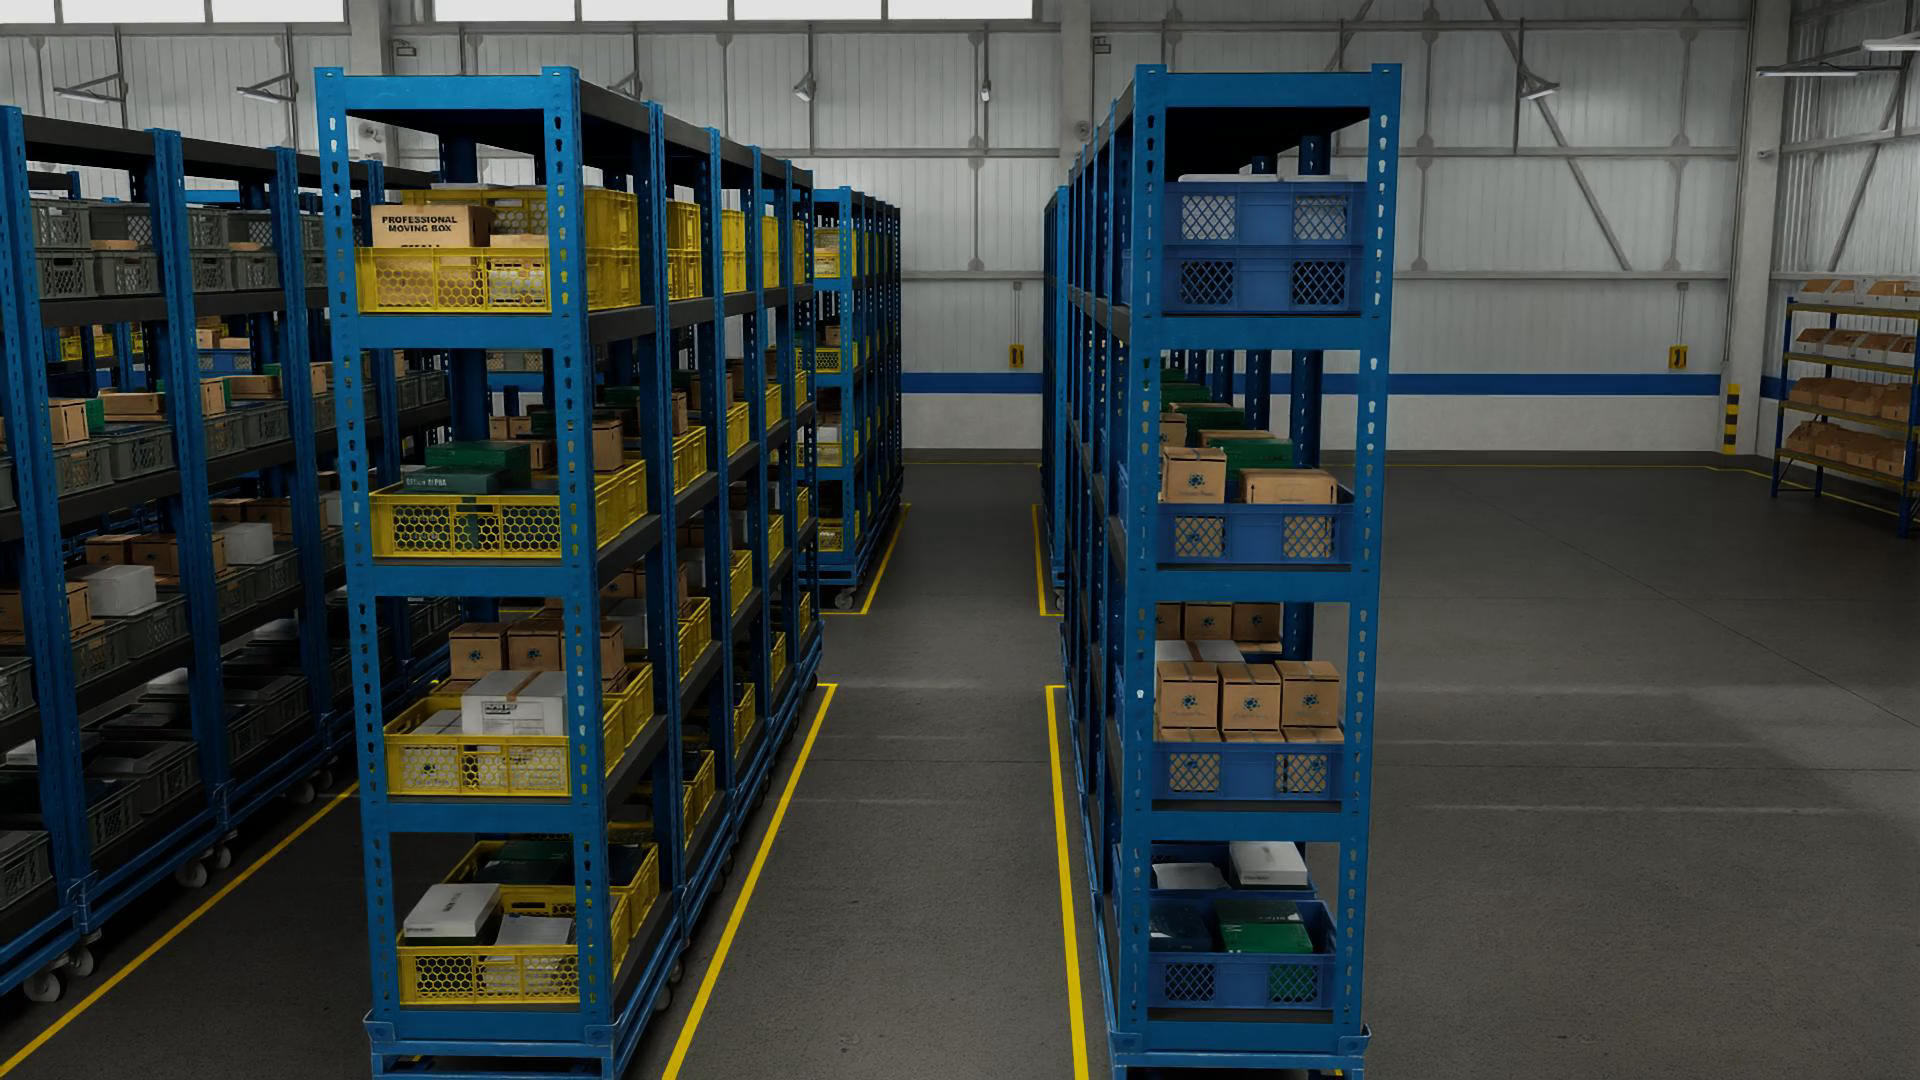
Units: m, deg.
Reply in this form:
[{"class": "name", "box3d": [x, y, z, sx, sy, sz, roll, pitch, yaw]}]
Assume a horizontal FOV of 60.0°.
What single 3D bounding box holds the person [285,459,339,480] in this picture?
[{"class": "person", "box3d": [-8.699, -1.603, 22.017, 1.000, 1.795, 0.586, -2, 10, -14]}]
